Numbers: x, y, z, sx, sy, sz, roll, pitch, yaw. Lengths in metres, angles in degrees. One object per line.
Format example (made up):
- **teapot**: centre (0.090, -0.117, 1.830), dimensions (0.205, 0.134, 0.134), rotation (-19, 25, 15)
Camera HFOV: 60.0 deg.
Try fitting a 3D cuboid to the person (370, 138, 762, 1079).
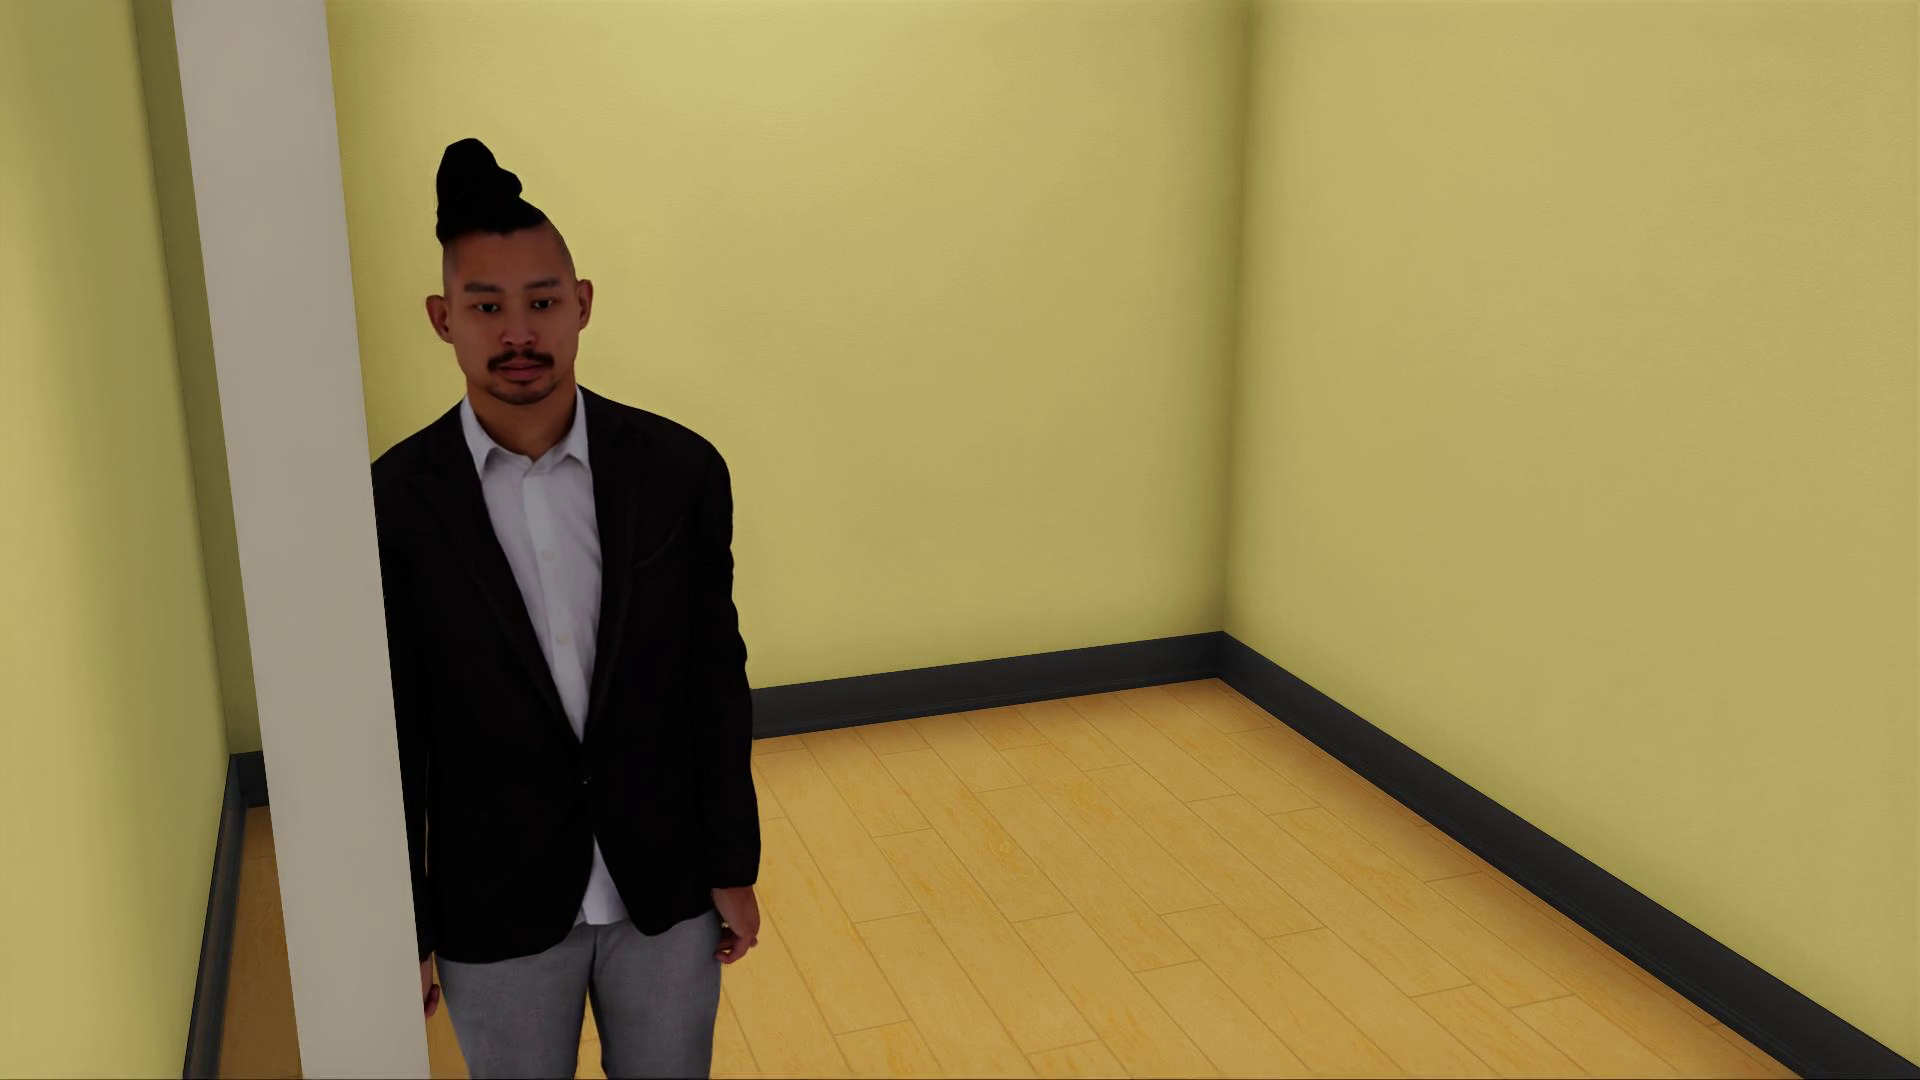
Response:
- **person**: centre (-0.553, 0.432, 2.346), dimensions (0.527, 1.951, 0.770), rotation (-6, 17, -21)
